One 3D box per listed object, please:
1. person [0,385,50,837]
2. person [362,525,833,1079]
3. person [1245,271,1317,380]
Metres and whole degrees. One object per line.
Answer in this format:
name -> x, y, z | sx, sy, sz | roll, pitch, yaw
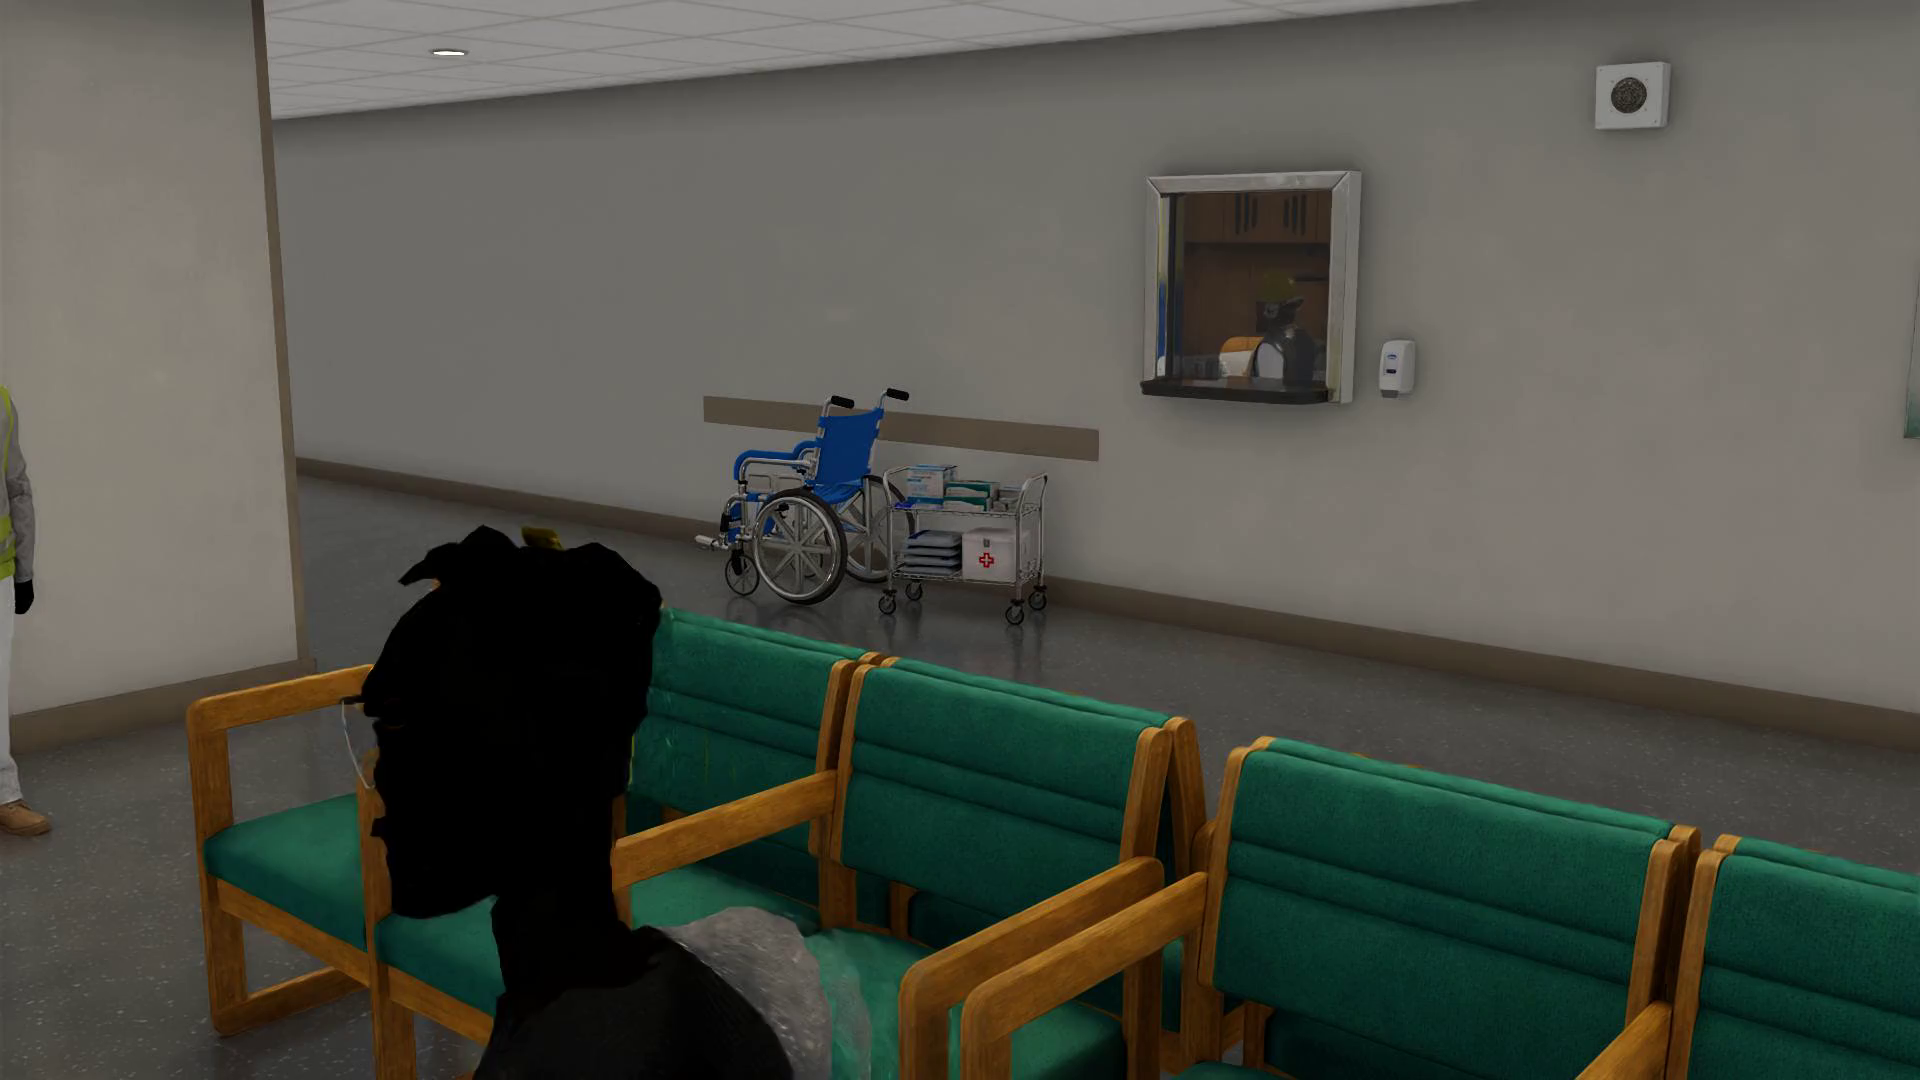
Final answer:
person -> -3.279, 0.117, 5.351 | 0.430, 1.837, 0.625 | 7, 12, 34
person -> -0.255, 0.869, 1.063 | 0.798, 1.841, 0.544 | 3, 10, 15
person -> 1.720, -0.551, 9.138 | 0.403, 1.834, 0.589 | 6, 12, 30
